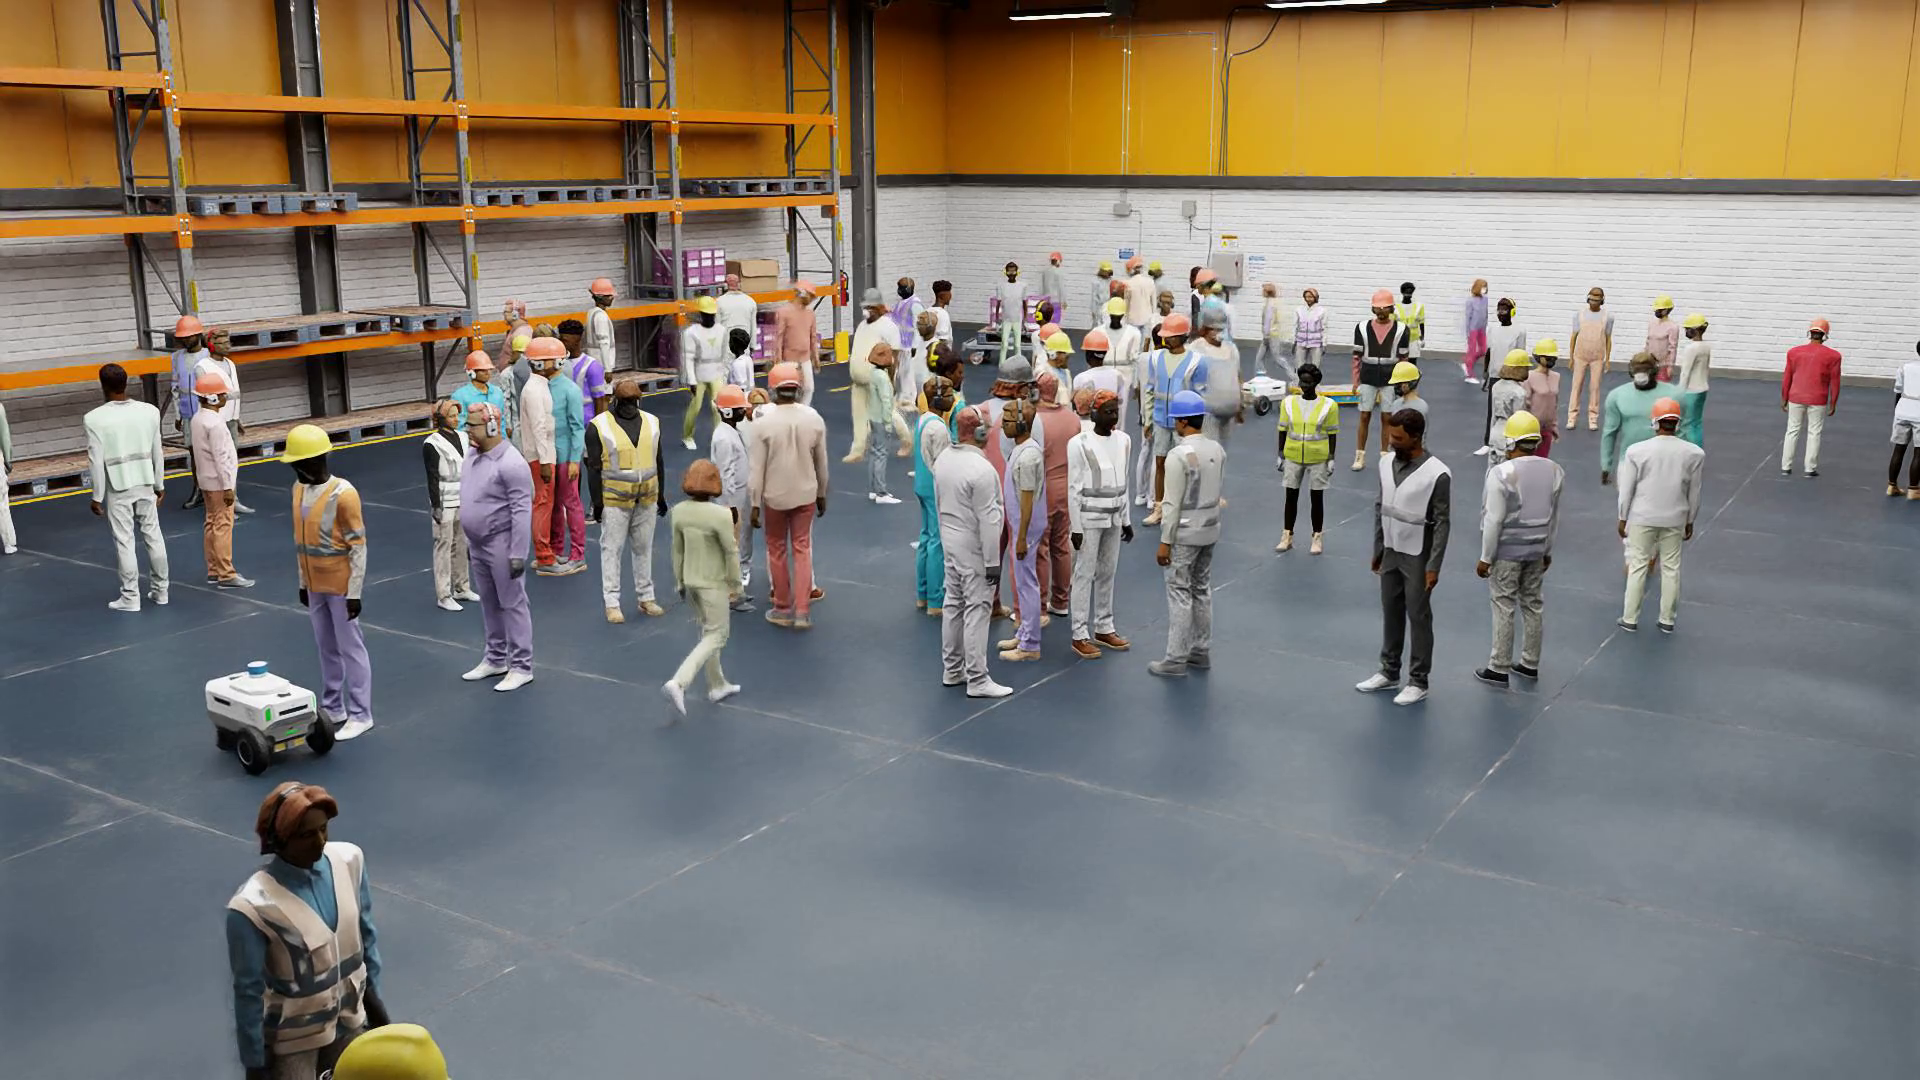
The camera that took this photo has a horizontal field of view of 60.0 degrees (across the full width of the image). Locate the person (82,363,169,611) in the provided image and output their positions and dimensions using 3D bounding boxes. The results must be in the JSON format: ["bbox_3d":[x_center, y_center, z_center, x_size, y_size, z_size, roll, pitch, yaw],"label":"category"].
[{"bbox_3d":[-6.413,-0.404,12.829,0.392,1.919,0.593,8,15,32],"label":"person"}]

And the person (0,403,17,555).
[{"bbox_3d":[-8.543,-0.649,14.501,0.515,1.641,0.309,-10,16,-36],"label":"person"}]

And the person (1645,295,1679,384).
[{"bbox_3d":[8.830,-2.214,21.037,0.341,1.759,0.525,-4,14,-16],"label":"person"}]

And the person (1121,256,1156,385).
[{"bbox_3d":[2.735,-3.331,25.439,0.682,1.962,0.545,-7,15,-26],"label":"person"}]

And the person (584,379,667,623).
[{"bbox_3d":[-2.496,-0.302,12.568,0.621,1.837,0.429,-9,16,-35],"label":"person"}]

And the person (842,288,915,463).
[{"bbox_3d":[-0.932,-1.916,19.119,0.914,2.000,0.684,-12,17,-41],"label":"person"}]

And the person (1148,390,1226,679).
[{"bbox_3d":[1.541,-0.039,11.219,0.419,1.933,0.618,10,17,38],"label":"person"}]

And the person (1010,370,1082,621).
[{"bbox_3d":[0.614,-0.319,12.483,0.408,1.909,0.638,11,17,41],"label":"person"}]

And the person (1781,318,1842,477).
[{"bbox_3d":[9.316,-1.558,18.228,0.574,1.740,0.355,9,16,34],"label":"person"}]

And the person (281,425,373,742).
[{"bbox_3d":[-3.792,0.253,9.973,0.590,1.920,0.390,9,16,35],"label":"person"}]

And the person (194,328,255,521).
[{"bbox_3d":[-7.154,-1.124,16.105,0.389,1.848,0.563,1,13,5],"label":"person"}]

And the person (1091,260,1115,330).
[{"bbox_3d":[2.491,-4.036,29.025,0.489,1.715,0.809,-3,13,-15],"label":"person"}]

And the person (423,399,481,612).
[{"bbox_3d":[-3.942,-0.279,12.895,0.306,1.640,0.522,4,14,16],"label":"person"}]

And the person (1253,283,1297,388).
[{"bbox_3d":[4.771,-3.087,25.158,0.805,1.607,0.513,2,13,8],"label":"person"}]

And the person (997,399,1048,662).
[{"bbox_3d":[0.436,-0.068,11.559,0.341,1.840,0.504,0,13,0],"label":"person"}]

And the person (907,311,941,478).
[{"bbox_3d":[-0.345,-1.543,17.926,0.346,1.847,0.505,-7,15,-26],"label":"person"}]

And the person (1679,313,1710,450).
[{"bbox_3d":[8.188,-1.656,18.626,0.356,1.757,0.529,12,18,42],"label":"person"}]

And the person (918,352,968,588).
[{"bbox_3d":[-0.137,-0.569,13.547,0.371,1.915,0.597,-9,16,-35],"label":"person"}]

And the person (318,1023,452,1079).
[{"bbox_3d":[-1.163,1.832,3.487,0.339,1.761,0.524,-1,13,-5],"label":"person"}]

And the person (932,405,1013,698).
[{"bbox_3d":[0.091,0.072,10.794,0.408,1.906,0.645,-8,15,-30],"label":"person"}]

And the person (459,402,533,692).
[{"bbox_3d":[-3.068,0.040,10.926,0.643,1.910,0.400,12,18,43],"label":"person"}]

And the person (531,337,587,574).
[{"bbox_3d":[-3.390,-0.710,13.987,0.612,1.995,0.376,11,17,39],"label":"person"}]

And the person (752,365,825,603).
[{"bbox_3d":[-1.330,-0.430,13.020,0.576,1.883,0.355,4,13,16],"label":"person"}]

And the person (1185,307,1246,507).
[{"bbox_3d":[2.538,-1.322,16.542,0.682,2.000,0.535,-10,16,-36],"label":"person"}]

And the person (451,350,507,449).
[{"bbox_3d":[-4.316,-0.839,15.064,0.318,1.756,0.563,8,15,31],"label":"person"}]

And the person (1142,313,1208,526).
[{"bbox_3d":[2.003,-1.112,15.636,0.605,2.038,0.385,8,15,30],"label":"person"}]

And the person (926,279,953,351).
[{"bbox_3d":[-0.267,-2.305,20.999,0.384,1.957,0.602,-5,14,-20],"label":"person"}]

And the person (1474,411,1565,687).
[{"bbox_3d":[3.674,0.059,11.006,0.595,1.831,0.403,-5,14,-21],"label":"person"}]

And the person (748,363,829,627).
[{"bbox_3d":[-1.265,-0.313,12.294,0.639,1.984,0.553,-7,15,-28],"label":"person"}]

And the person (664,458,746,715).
[{"bbox_3d":[-1.637,0.287,10.483,0.506,1.612,0.687,11,17,39],"label":"person"}]

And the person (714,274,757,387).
[{"bbox_3d":[-3.099,-2.683,22.774,0.649,1.896,0.400,-7,15,-29],"label":"person"}]

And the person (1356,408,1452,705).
[{"bbox_3d":[2.883,0.097,10.673,0.393,1.911,0.590,-7,15,-27],"label":"person"}]

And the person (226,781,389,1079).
[{"bbox_3d":[-2.005,1.514,5.144,0.316,1.630,0.517,5,14,22],"label":"person"}]

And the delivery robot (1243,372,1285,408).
[{"bbox_3d":[4.135,-2.063,22.803,0.707,0.478,0.477,-11,17,-40],"label":"delivery robot"}]

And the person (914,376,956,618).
[{"bbox_3d":[-0.173,-0.330,12.664,0.332,1.844,0.516,-4,14,-18],"label":"person"}]

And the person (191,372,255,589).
[{"bbox_3d":[-6.022,-0.487,13.539,0.333,1.753,0.573,-10,17,-38],"label":"person"}]

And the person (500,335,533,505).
[{"bbox_3d":[-4.296,-1.158,16.478,0.297,1.745,0.484,12,18,43],"label":"person"}]

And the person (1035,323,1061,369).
[{"bbox_3d":[0.941,-1.410,17.547,0.327,1.753,0.563,1,13,4],"label":"person"}]

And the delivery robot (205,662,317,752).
[{"bbox_3d":[-4.089,0.953,9.721,0.707,0.478,0.477,10,16,36],"label":"delivery robot"}]
